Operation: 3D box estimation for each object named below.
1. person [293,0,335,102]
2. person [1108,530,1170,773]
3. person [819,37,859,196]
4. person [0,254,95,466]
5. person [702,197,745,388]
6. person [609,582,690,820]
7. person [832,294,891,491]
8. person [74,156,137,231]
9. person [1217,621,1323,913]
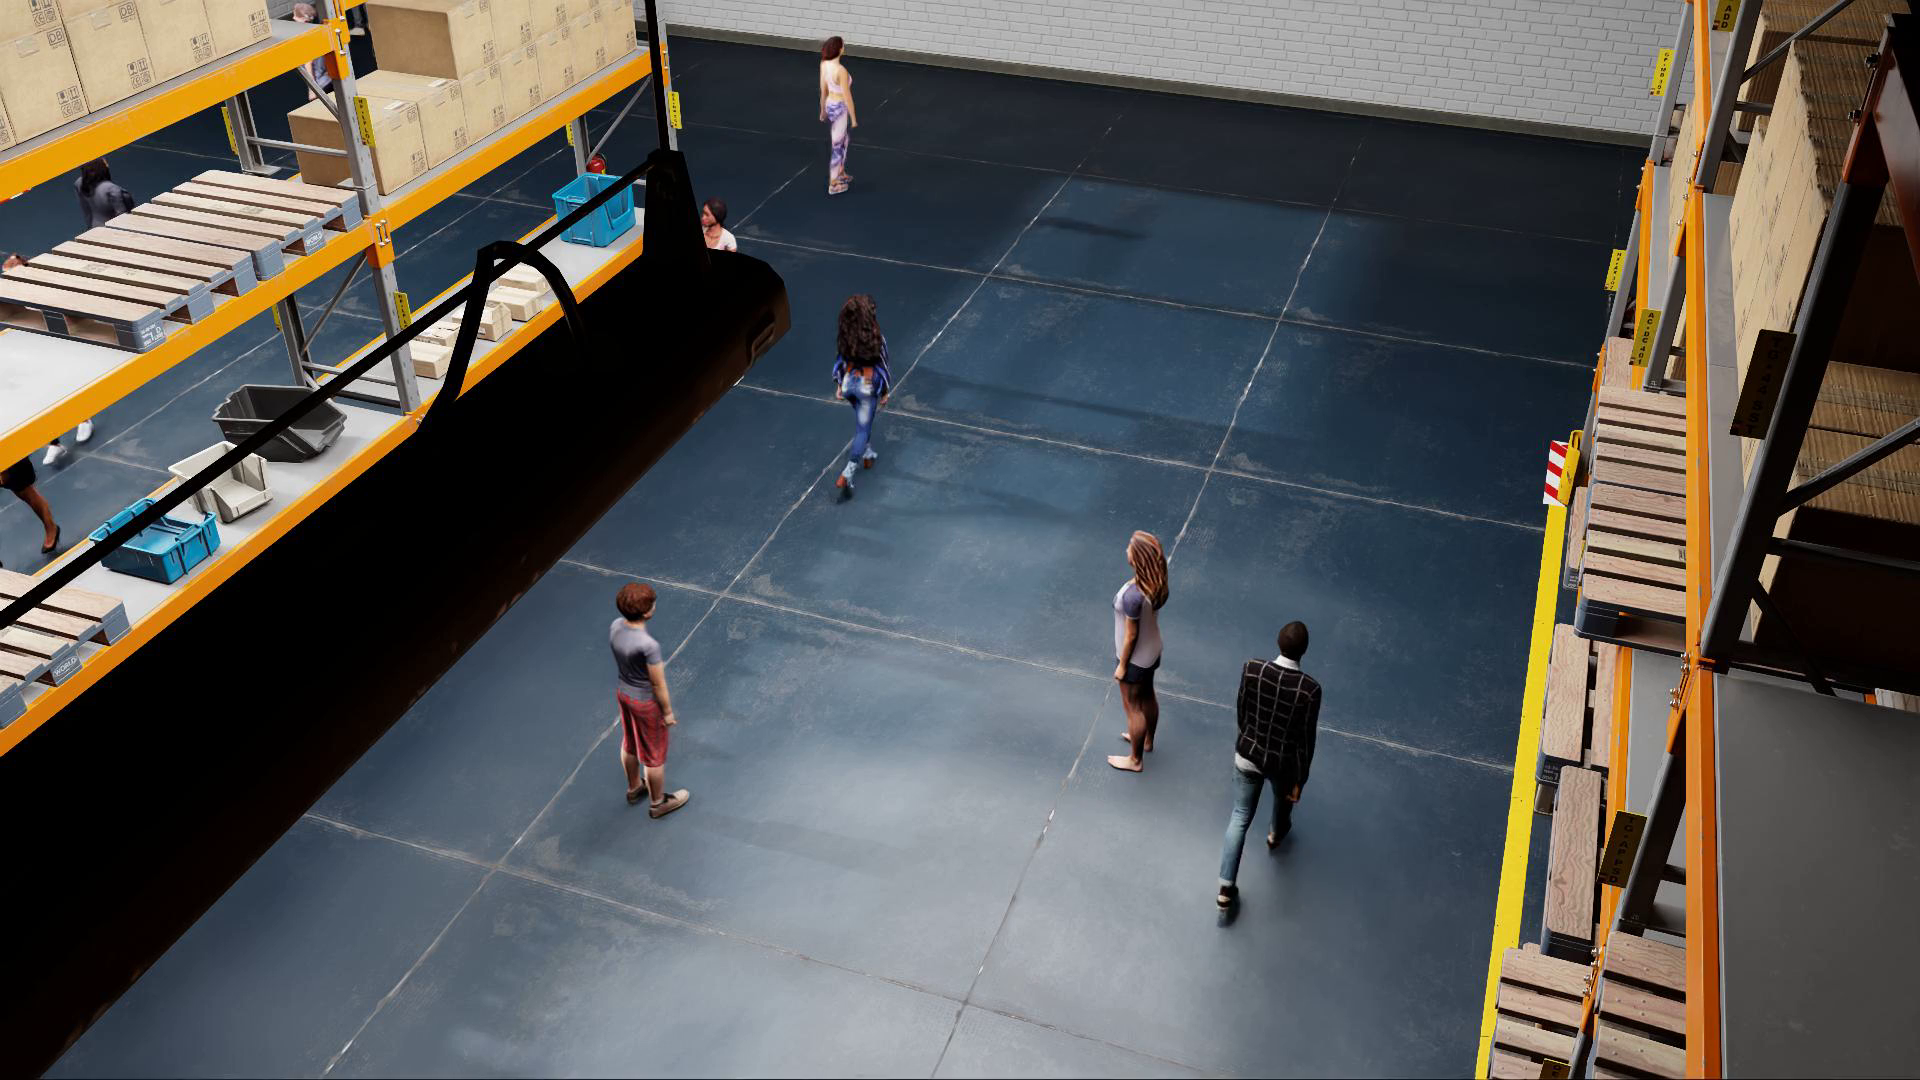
[{"bbox_3d":[-7.301,-5.203,19.063,0.770,1.883,0.587,4,34,5],"label":"person"},{"bbox_3d":[1.122,0.693,10.328,0.688,1.731,0.535,18,38,25],"label":"person"},{"bbox_3d":[-1.419,-4.664,18.366,0.787,1.755,0.738,-25,41,-33],"label":"person"},{"bbox_3d":[-7.504,-1.565,13.741,0.847,1.713,1.047,-4,34,-6],"label":"person"},{"bbox_3d":[-2.112,-2.192,14.660,0.625,1.740,0.591,22,39,29],"label":"person"},{"bbox_3d":[-1.916,0.961,10.001,0.657,1.648,0.653,28,43,36],"label":"person"},{"bbox_3d":[-0.824,-1.148,13.226,0.700,1.590,1.009,15,36,21],"label":"person"},{"bbox_3d":[-8.130,-2.929,15.910,0.672,1.585,0.645,13,36,18],"label":"person"},{"bbox_3d":[1.694,1.301,9.375,0.701,1.774,1.214,14,36,20],"label":"person"}]
